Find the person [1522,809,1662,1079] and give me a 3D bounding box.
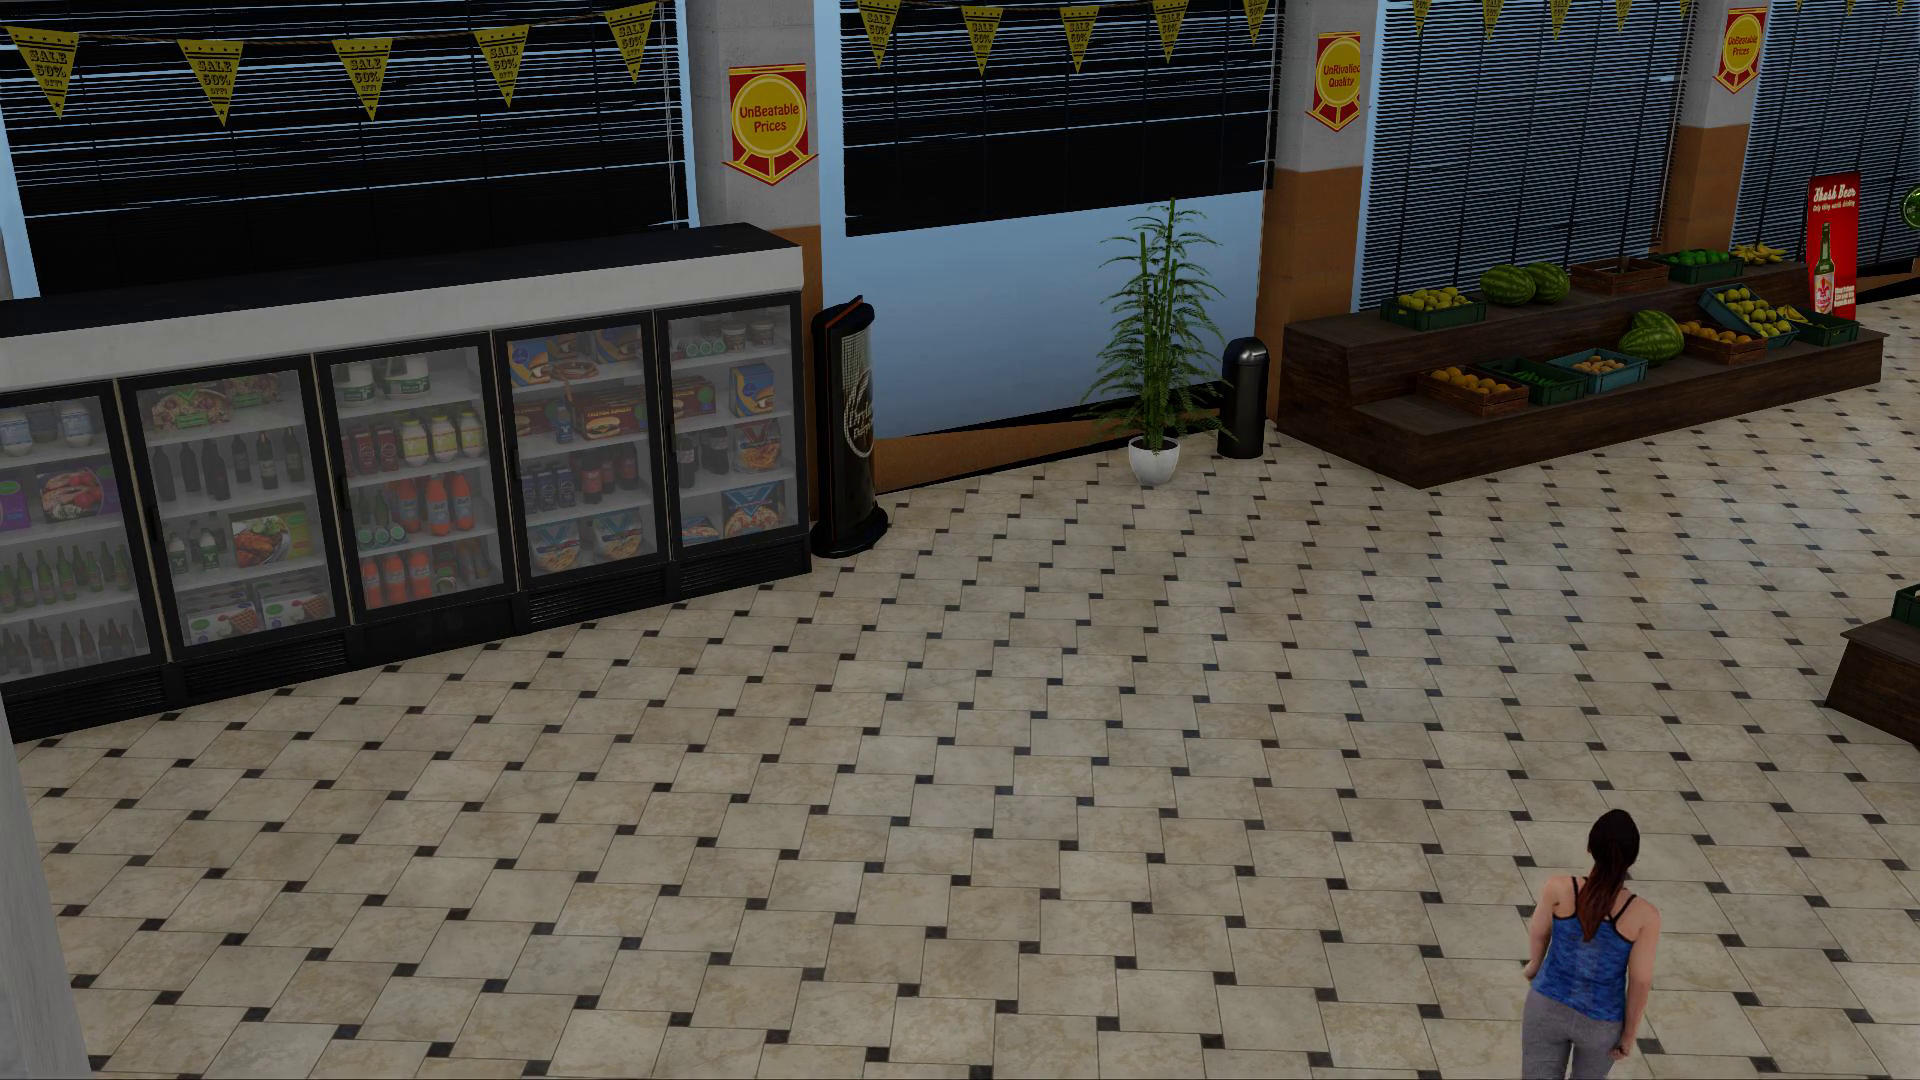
[{"bbox_3d":[2.136,1.715,5.814,0.963,1.569,1.126,10,24,23],"label":"person"}]
